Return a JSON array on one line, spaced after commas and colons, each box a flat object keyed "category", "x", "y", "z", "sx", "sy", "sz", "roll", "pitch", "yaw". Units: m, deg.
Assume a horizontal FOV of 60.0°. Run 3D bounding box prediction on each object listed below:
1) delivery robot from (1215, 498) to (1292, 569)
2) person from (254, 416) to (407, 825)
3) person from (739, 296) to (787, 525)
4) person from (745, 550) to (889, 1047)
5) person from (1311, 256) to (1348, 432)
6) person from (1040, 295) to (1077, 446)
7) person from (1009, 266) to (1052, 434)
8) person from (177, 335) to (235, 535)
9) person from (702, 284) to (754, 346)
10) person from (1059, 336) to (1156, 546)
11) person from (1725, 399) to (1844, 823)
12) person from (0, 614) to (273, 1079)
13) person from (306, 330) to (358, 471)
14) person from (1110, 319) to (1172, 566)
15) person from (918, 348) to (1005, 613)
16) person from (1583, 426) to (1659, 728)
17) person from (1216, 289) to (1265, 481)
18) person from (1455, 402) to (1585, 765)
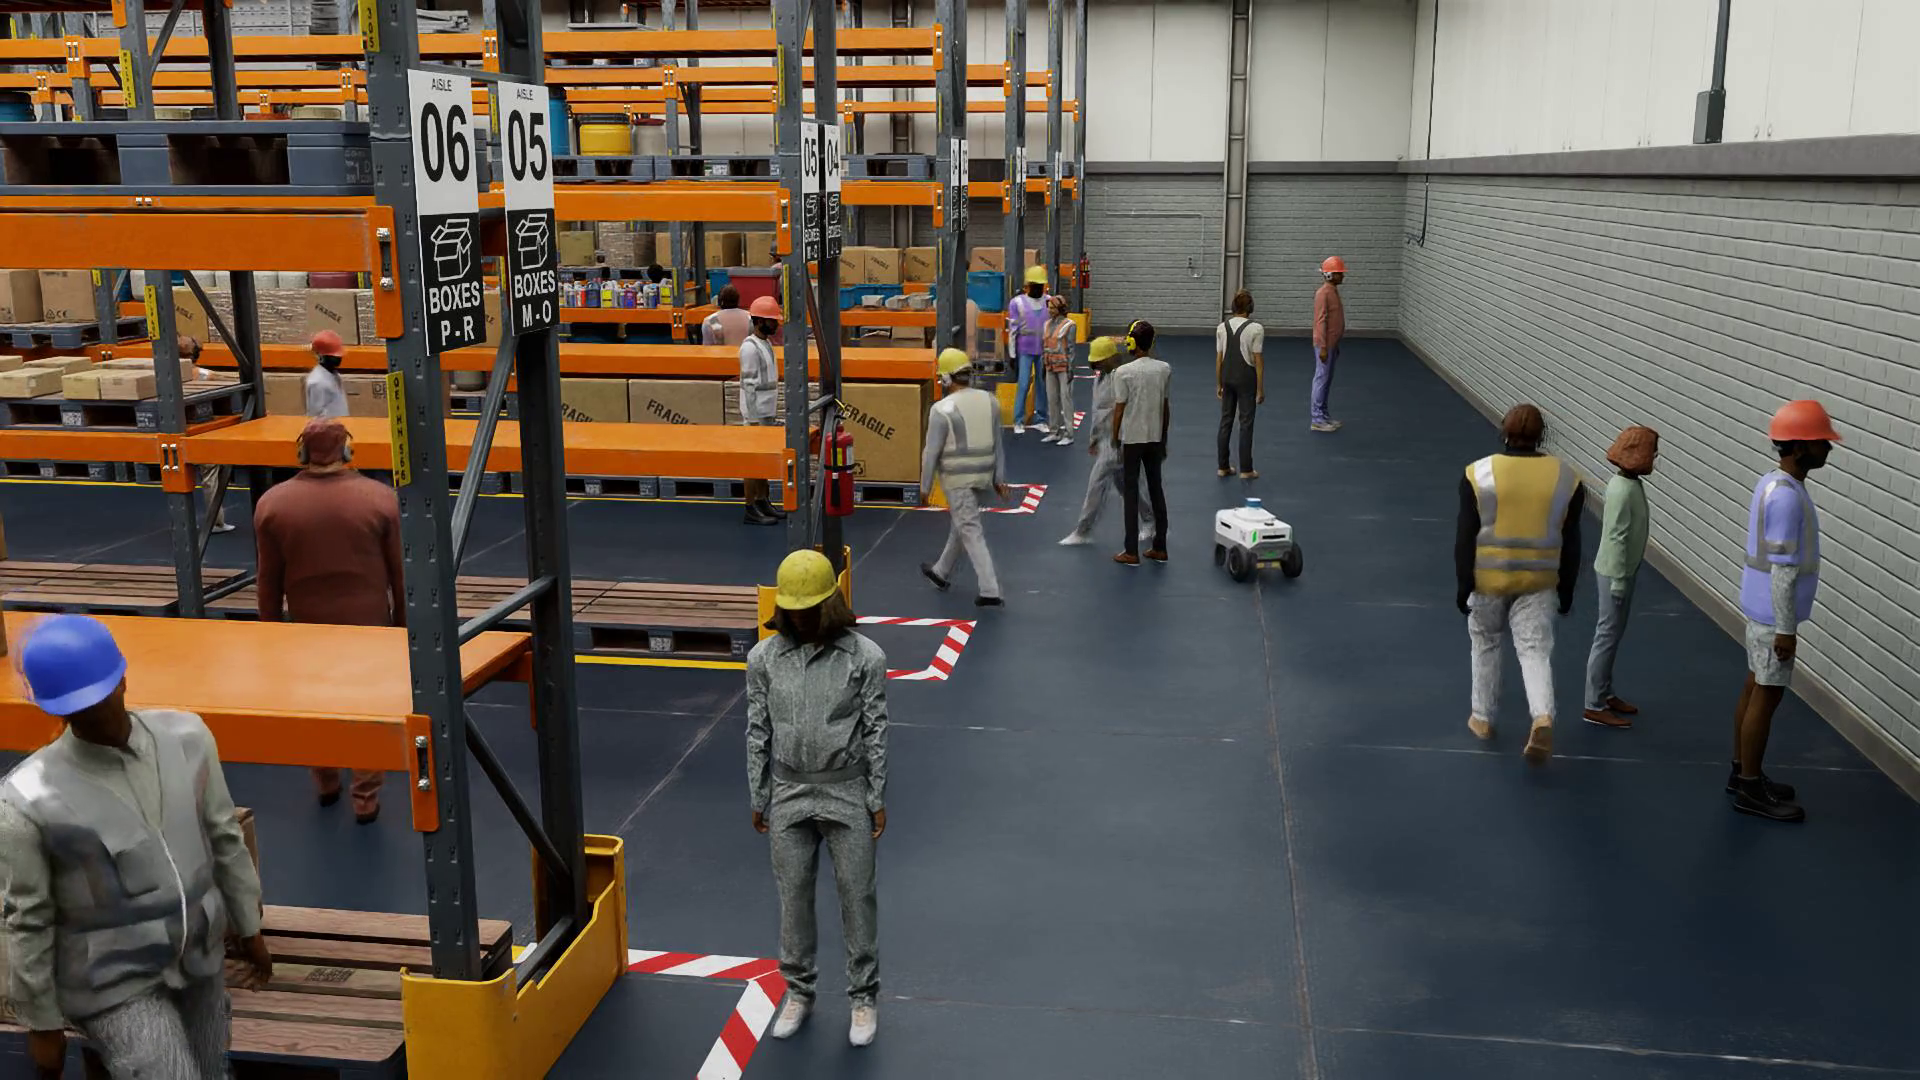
[{"category": "delivery robot", "x": 2.175, "y": -0.066, "z": 12.339, "sx": 0.477, "sy": 0.478, "sz": 0.707, "roll": -3, "pitch": 13, "yaw": -15}, {"category": "person", "x": -2.819, "y": 0.366, "z": 7.609, "sx": 0.663, "sy": 1.878, "sz": 0.519, "roll": -2, "pitch": 13, "yaw": -11}, {"category": "person", "x": -1.654, "y": -1.088, "z": 14.047, "sx": 0.387, "sy": 1.929, "sz": 0.543, "roll": 3, "pitch": 13, "yaw": 12}, {"category": "person", "x": -0.485, "y": 0.874, "z": 5.640, "sx": 0.490, "sy": 1.731, "sz": 0.323, "roll": 1, "pitch": 13, "yaw": 6}, {"category": "person", "x": 4.251, "y": -2.261, "z": 19.184, "sx": 0.376, "sy": 1.995, "sz": 0.609, "roll": 6, "pitch": 14, "yaw": 25}, {"category": "person", "x": 1.077, "y": -1.855, "z": 18.183, "sx": 0.317, "sy": 1.632, "sz": 0.525, "roll": -10, "pitch": 16, "yaw": -39}, {"category": "person", "x": 0.842, "y": -2.153, "z": 18.892, "sx": 0.606, "sy": 1.911, "sz": 0.400, "roll": -4, "pitch": 13, "yaw": -19}, {"category": "person", "x": -6.275, "y": -0.853, "z": 13.641, "sx": 0.523, "sy": 1.636, "sz": 0.311, "roll": 1, "pitch": 13, "yaw": 4}, {"category": "person", "x": -2.309, "y": -1.650, "z": 16.778, "sx": 0.627, "sy": 1.844, "sz": 0.429, "roll": -7, "pitch": 14, "yaw": -28}, {"category": "person", "x": 1.245, "y": -0.790, "z": 13.261, "sx": 0.867, "sy": 1.685, "sz": 0.504, "roll": -3, "pitch": 13, "yaw": -13}, {"category": "person", "x": 3.789, "y": 0.316, "z": 7.669, "sx": 0.352, "sy": 1.942, "sz": 0.545, "roll": 4, "pitch": 13, "yaw": 19}, {"category": "person", "x": -2.125, "y": 1.085, "z": 4.294, "sx": 0.846, "sy": 1.901, "sz": 0.619, "roll": 6, "pitch": 14, "yaw": 24}, {"category": "person", "x": -5.033, "y": -0.823, "z": 13.313, "sx": 0.433, "sy": 1.719, "sz": 0.603, "roll": -1, "pitch": 13, "yaw": -6}, {"category": "person", "x": 1.368, "y": -0.732, "z": 12.602, "sx": 0.514, "sy": 1.861, "sz": 0.328, "roll": -6, "pitch": 14, "yaw": -26}, {"category": "person", "x": -0.017, "y": -0.423, "z": 11.393, "sx": 0.604, "sy": 1.766, "sz": 0.964, "roll": -11, "pitch": 17, "yaw": -42}, {"category": "person", "x": 3.567, "y": 0.190, "z": 8.963, "sx": 0.279, "sy": 1.627, "sz": 0.500, "roll": 7, "pitch": 14, "yaw": 29}, {"category": "person", "x": 2.705, "y": -1.495, "z": 16.091, "sx": 0.506, "sy": 1.839, "sz": 0.344, "roll": 10, "pitch": 16, "yaw": 39}, {"category": "person", "x": 2.831, "y": 0.217, "z": 8.443, "sx": 0.629, "sy": 1.815, "sz": 0.832, "roll": 2, "pitch": 13, "yaw": 8}]
